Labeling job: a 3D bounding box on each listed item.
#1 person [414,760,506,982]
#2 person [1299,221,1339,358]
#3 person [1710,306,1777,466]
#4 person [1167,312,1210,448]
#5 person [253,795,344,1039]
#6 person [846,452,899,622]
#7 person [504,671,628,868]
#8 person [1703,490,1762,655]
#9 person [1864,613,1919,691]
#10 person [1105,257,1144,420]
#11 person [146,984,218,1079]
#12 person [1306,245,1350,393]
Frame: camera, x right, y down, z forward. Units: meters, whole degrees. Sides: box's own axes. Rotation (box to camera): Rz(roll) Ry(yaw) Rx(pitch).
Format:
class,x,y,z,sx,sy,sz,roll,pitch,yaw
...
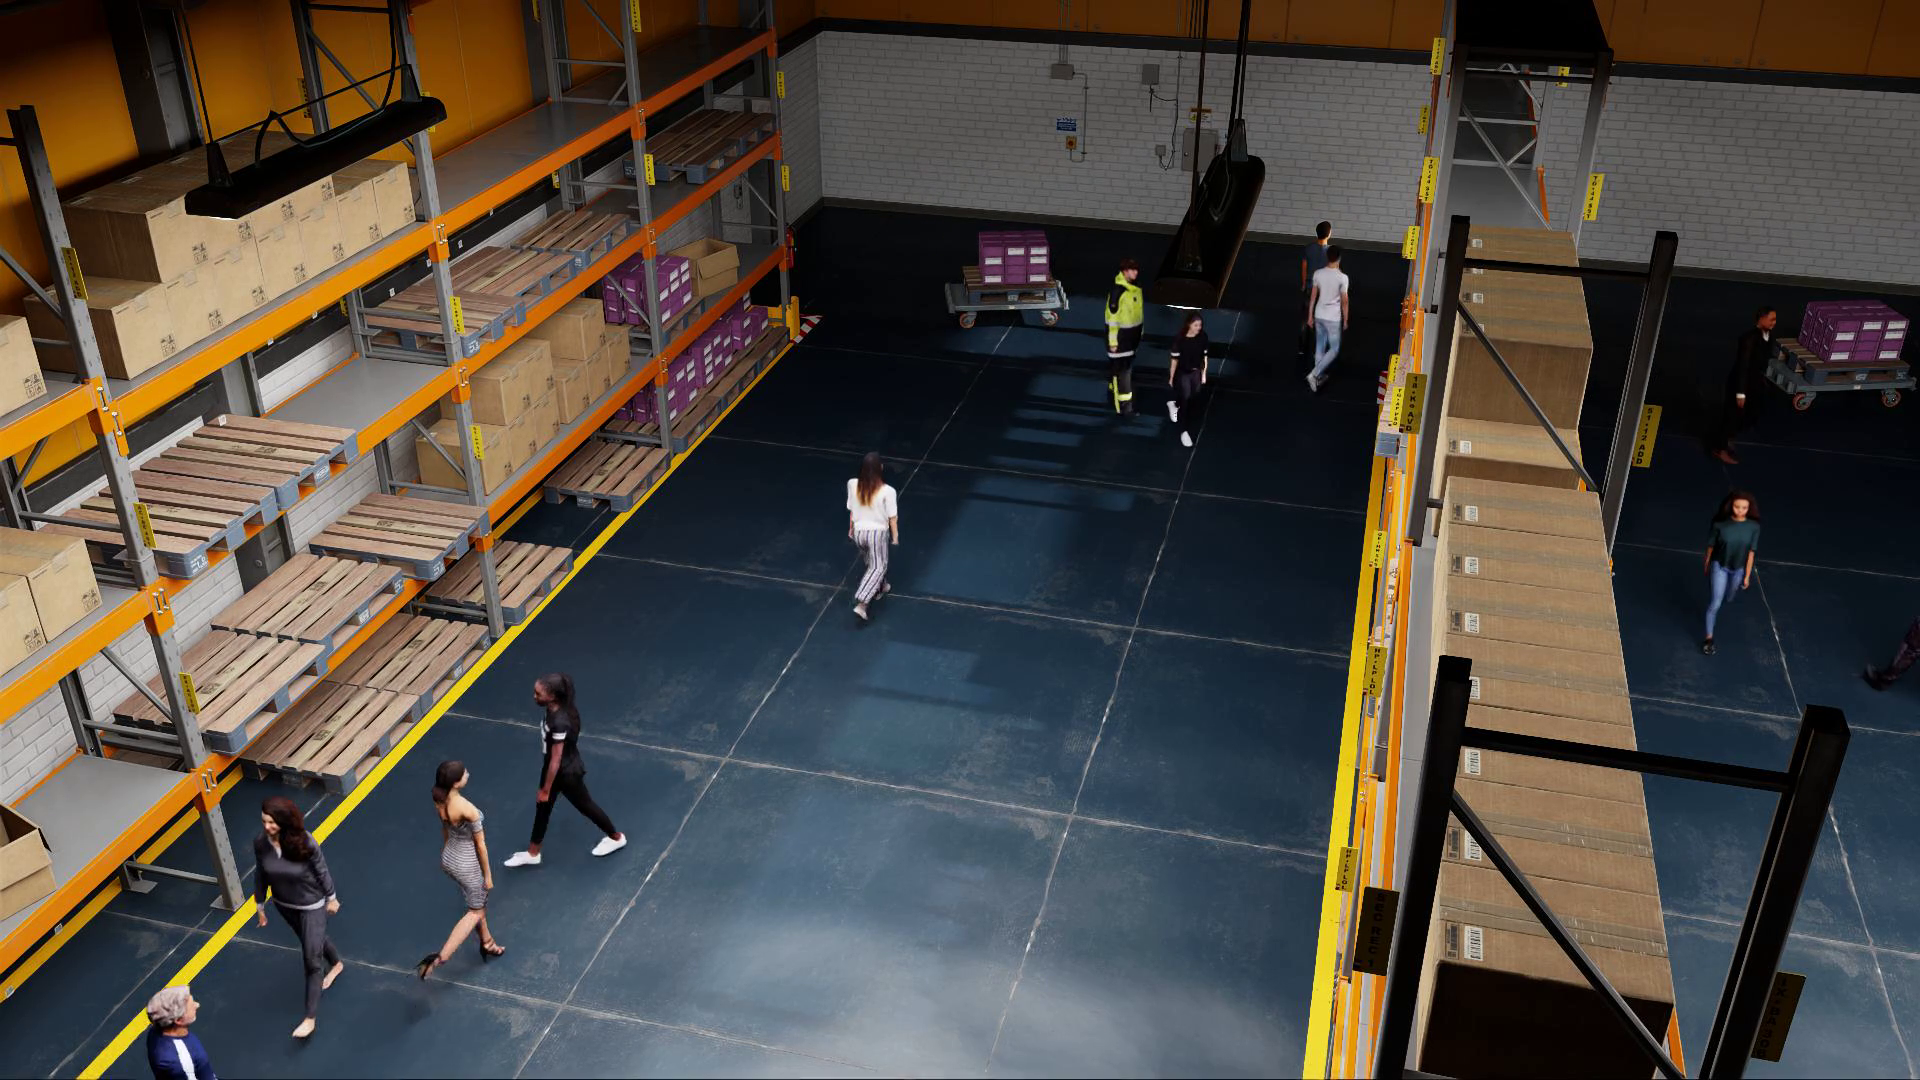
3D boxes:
class,x,y,z,sx,sy,sz,roll,pitch,yaw
person,-3.472,2.321,11.433,0.862,1.802,1.062,20,35,32
person,4.667,-3.270,21.674,0.714,1.810,0.665,18,34,30
person,8.814,-1.780,18.856,0.842,1.892,0.911,-21,35,-33
person,2.635,-1.932,19.420,0.893,1.619,1.021,-8,30,-14
person,-4.445,2.420,11.328,0.701,1.729,1.058,5,29,8
person,-0.872,-0.026,15.893,0.833,1.651,1.125,15,32,25
person,-2.906,1.762,12.581,1.156,1.683,1.136,-14,32,-24
person,7.135,0.231,15.482,0.595,1.592,0.998,6,29,11
person,8.614,0.692,14.401,1.067,1.819,1.172,-12,31,-20
person,1.934,-2.479,20.039,0.978,1.986,0.892,19,34,31
person,-4.487,3.331,9.575,0.935,1.807,1.083,24,37,37
person,4.538,-2.720,20.636,1.110,1.838,0.944,-24,37,-37
